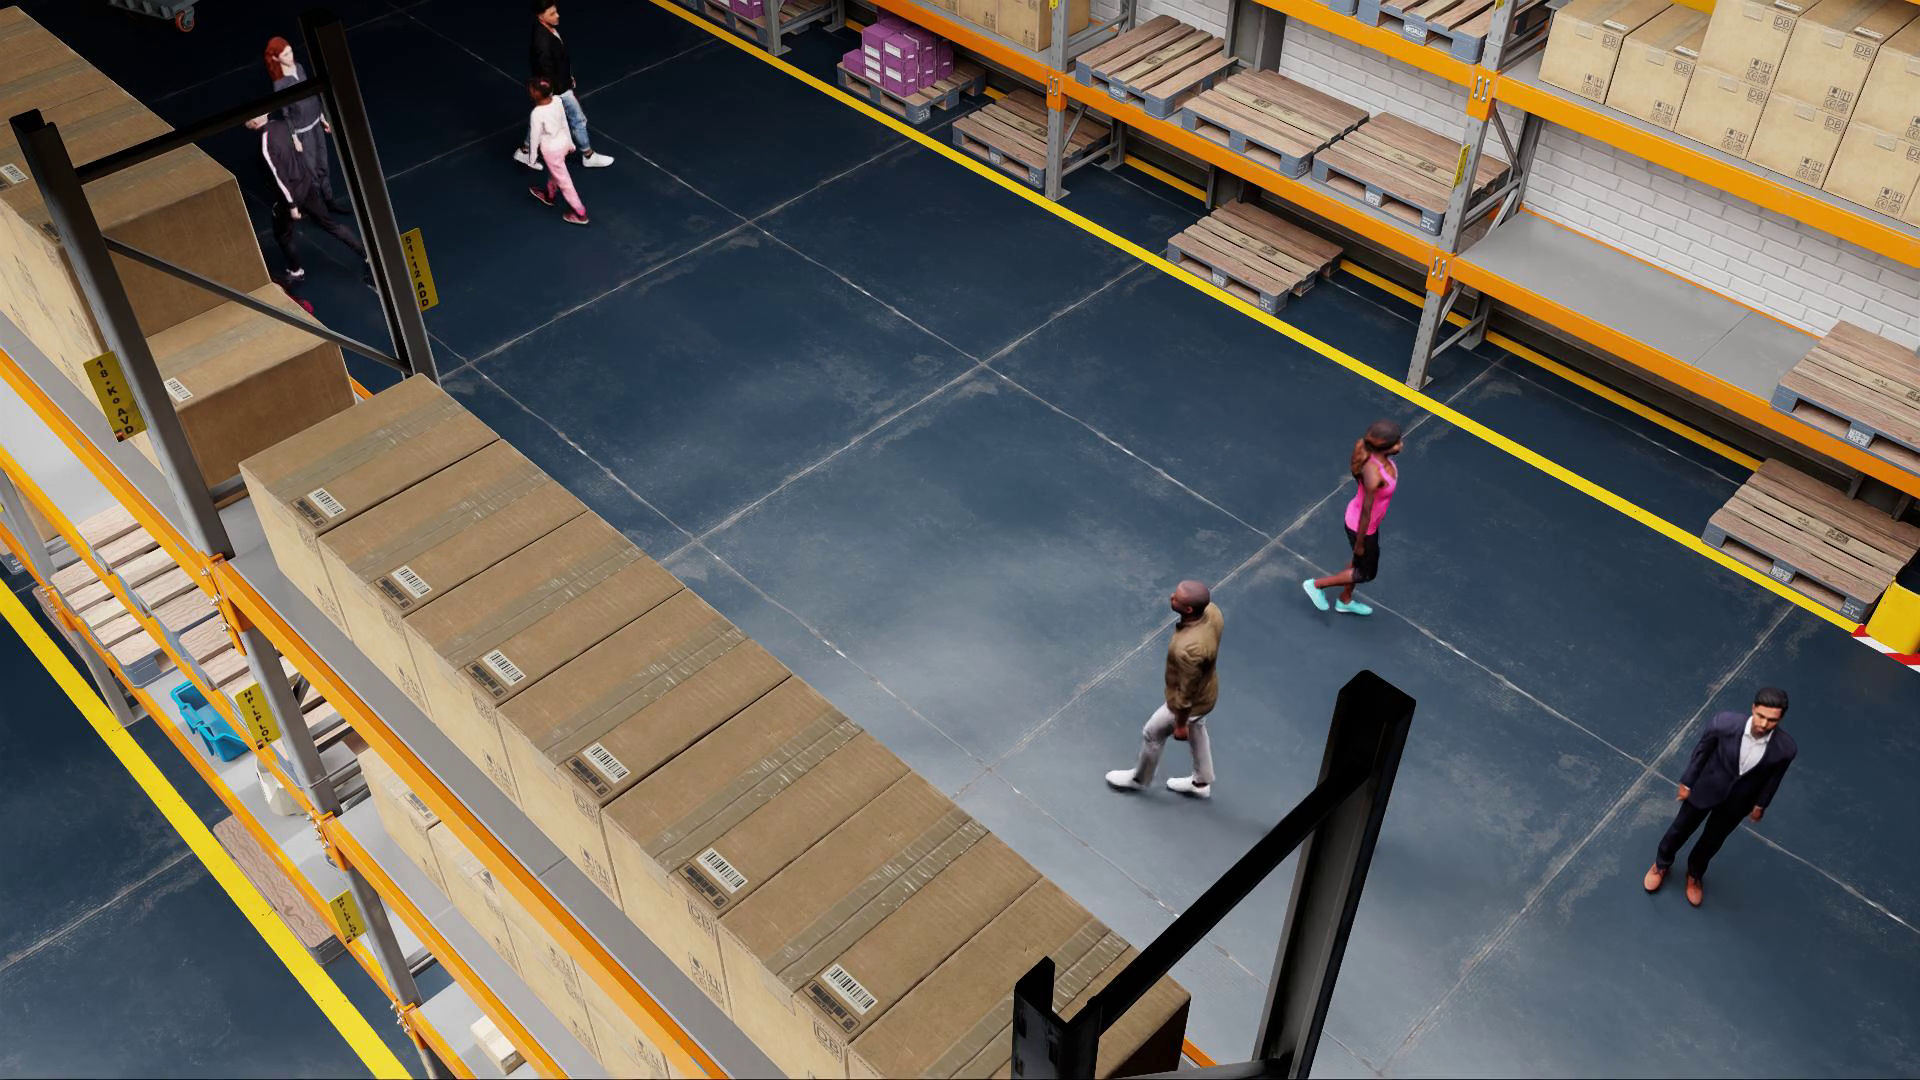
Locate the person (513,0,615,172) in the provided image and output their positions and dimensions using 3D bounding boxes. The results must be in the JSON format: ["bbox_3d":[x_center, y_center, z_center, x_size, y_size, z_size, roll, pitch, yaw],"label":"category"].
[{"bbox_3d":[-3.834,-4.183,15.310,1.171,1.772,1.215,-8,44,-9],"label":"person"}]

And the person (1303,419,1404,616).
[{"bbox_3d":[2.610,-0.122,11.091,0.825,1.710,0.727,14,45,15],"label":"person"}]

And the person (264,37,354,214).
[{"bbox_3d":[-5.804,-3.622,14.715,0.688,1.781,0.671,10,44,10],"label":"person"}]

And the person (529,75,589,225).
[{"bbox_3d":[-3.565,-3.464,14.813,0.995,1.417,0.753,19,47,18],"label":"person"}]

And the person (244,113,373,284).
[{"bbox_3d":[-5.461,-2.855,13.908,1.315,1.783,1.273,2,44,2],"label":"person"}]

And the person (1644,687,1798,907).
[{"bbox_3d":[4.342,1.426,9.455,0.607,1.727,0.759,17,46,17],"label":"person"}]

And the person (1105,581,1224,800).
[{"bbox_3d":[1.430,0.947,9.903,1.055,1.802,0.961,15,46,15],"label":"person"}]
